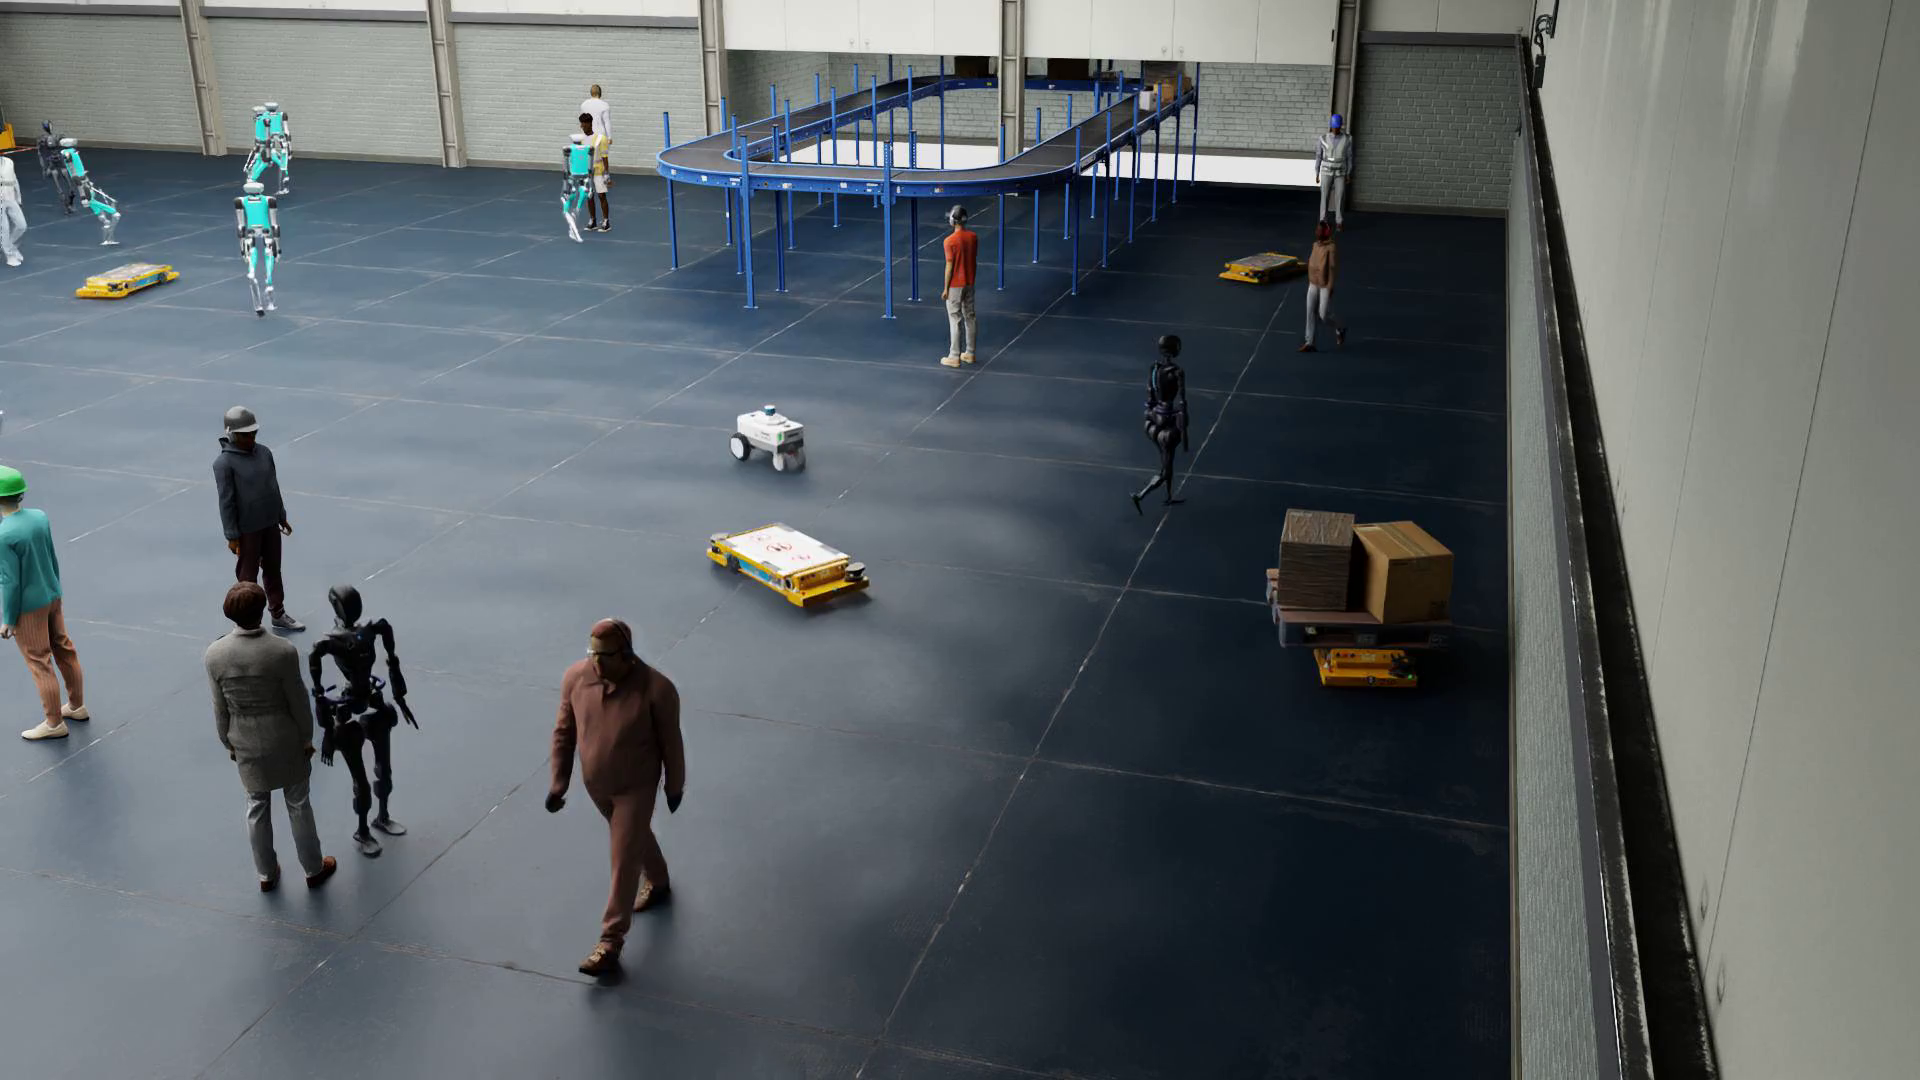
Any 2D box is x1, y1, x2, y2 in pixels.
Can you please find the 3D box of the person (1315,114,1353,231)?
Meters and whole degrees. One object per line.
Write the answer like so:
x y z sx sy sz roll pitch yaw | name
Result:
6.233 -6.131 27.777 0.611 1.933 0.414 3 21 7 | person

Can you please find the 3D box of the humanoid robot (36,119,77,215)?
-15.891 -6.593 29.344 0.599 1.633 0.471 -8 23 -20 | humanoid robot

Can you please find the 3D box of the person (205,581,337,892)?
-3.813 1.090 9.180 0.501 1.833 0.365 -2 21 -6 | person

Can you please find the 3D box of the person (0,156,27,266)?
-14.468 -5.104 25.139 0.458 1.904 0.611 12 24 29 | person

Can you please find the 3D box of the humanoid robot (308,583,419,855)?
-3.455 1.006 9.618 0.352 1.654 0.583 16 26 36 | humanoid robot

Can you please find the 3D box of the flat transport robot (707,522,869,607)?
-1.433 0.186 13.696 0.659 0.231 1.431 -17 27 -36 | flat transport robot

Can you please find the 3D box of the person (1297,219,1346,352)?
4.470 -3.108 20.324 0.576 1.637 0.471 -13 24 -29 | person

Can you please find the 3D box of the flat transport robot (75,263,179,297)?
-11.925 -3.725 23.839 0.659 0.231 1.431 3 21 9 | flat transport robot

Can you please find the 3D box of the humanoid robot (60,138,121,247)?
-13.680 -5.439 26.403 0.836 1.862 0.539 -6 22 -15 | humanoid robot

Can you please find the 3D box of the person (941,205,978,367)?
-0.017 -3.011 19.707 0.477 1.913 0.384 -17 27 -37 | person

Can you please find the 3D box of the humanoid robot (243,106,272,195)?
-12.792 -6.901 30.080 0.790 1.803 0.530 -19 28 -40 | humanoid robot

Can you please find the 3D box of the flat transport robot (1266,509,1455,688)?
2.919 0.707 12.345 0.659 0.231 1.431 1 21 3 | flat transport robot

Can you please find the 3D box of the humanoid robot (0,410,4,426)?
-9.593 -1.426 15.829 0.547 1.734 0.997 17 27 37 | humanoid robot

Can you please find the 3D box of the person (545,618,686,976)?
-1.797 1.272 8.679 0.635 1.849 1.012 9 23 22 | person

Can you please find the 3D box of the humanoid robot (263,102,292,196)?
-12.579 -7.175 30.784 0.550 1.757 0.959 -13 25 -31 | humanoid robot

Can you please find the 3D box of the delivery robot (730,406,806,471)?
-1.878 -1.045 16.449 0.744 0.564 0.499 20 28 41 | delivery robot

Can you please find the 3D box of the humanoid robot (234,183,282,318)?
-9.292 -3.780 22.026 0.532 1.773 1.018 -5 22 -13 | humanoid robot

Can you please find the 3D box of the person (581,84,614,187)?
-6.993 -7.807 32.128 0.623 1.930 0.376 8 22 19 | person

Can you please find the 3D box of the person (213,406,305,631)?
-5.236 -0.123 12.350 0.367 1.812 0.540 10 23 25 | person

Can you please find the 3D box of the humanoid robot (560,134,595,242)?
-6.261 -5.653 26.917 0.551 1.867 0.840 -16 26 -35 | humanoid robot

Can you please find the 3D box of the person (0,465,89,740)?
-6.077 0.409 10.883 0.349 1.876 0.517 3 21 8 | person

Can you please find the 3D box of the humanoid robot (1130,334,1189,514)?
1.788 -1.051 14.983 0.683 1.635 0.589 -12 24 -28 | humanoid robot

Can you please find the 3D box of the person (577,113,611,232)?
-6.133 -6.140 27.767 0.610 1.954 0.371 7 22 17 | person

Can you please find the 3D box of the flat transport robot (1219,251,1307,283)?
4.503 -4.031 24.633 0.659 0.231 1.431 17 27 37 | flat transport robot
